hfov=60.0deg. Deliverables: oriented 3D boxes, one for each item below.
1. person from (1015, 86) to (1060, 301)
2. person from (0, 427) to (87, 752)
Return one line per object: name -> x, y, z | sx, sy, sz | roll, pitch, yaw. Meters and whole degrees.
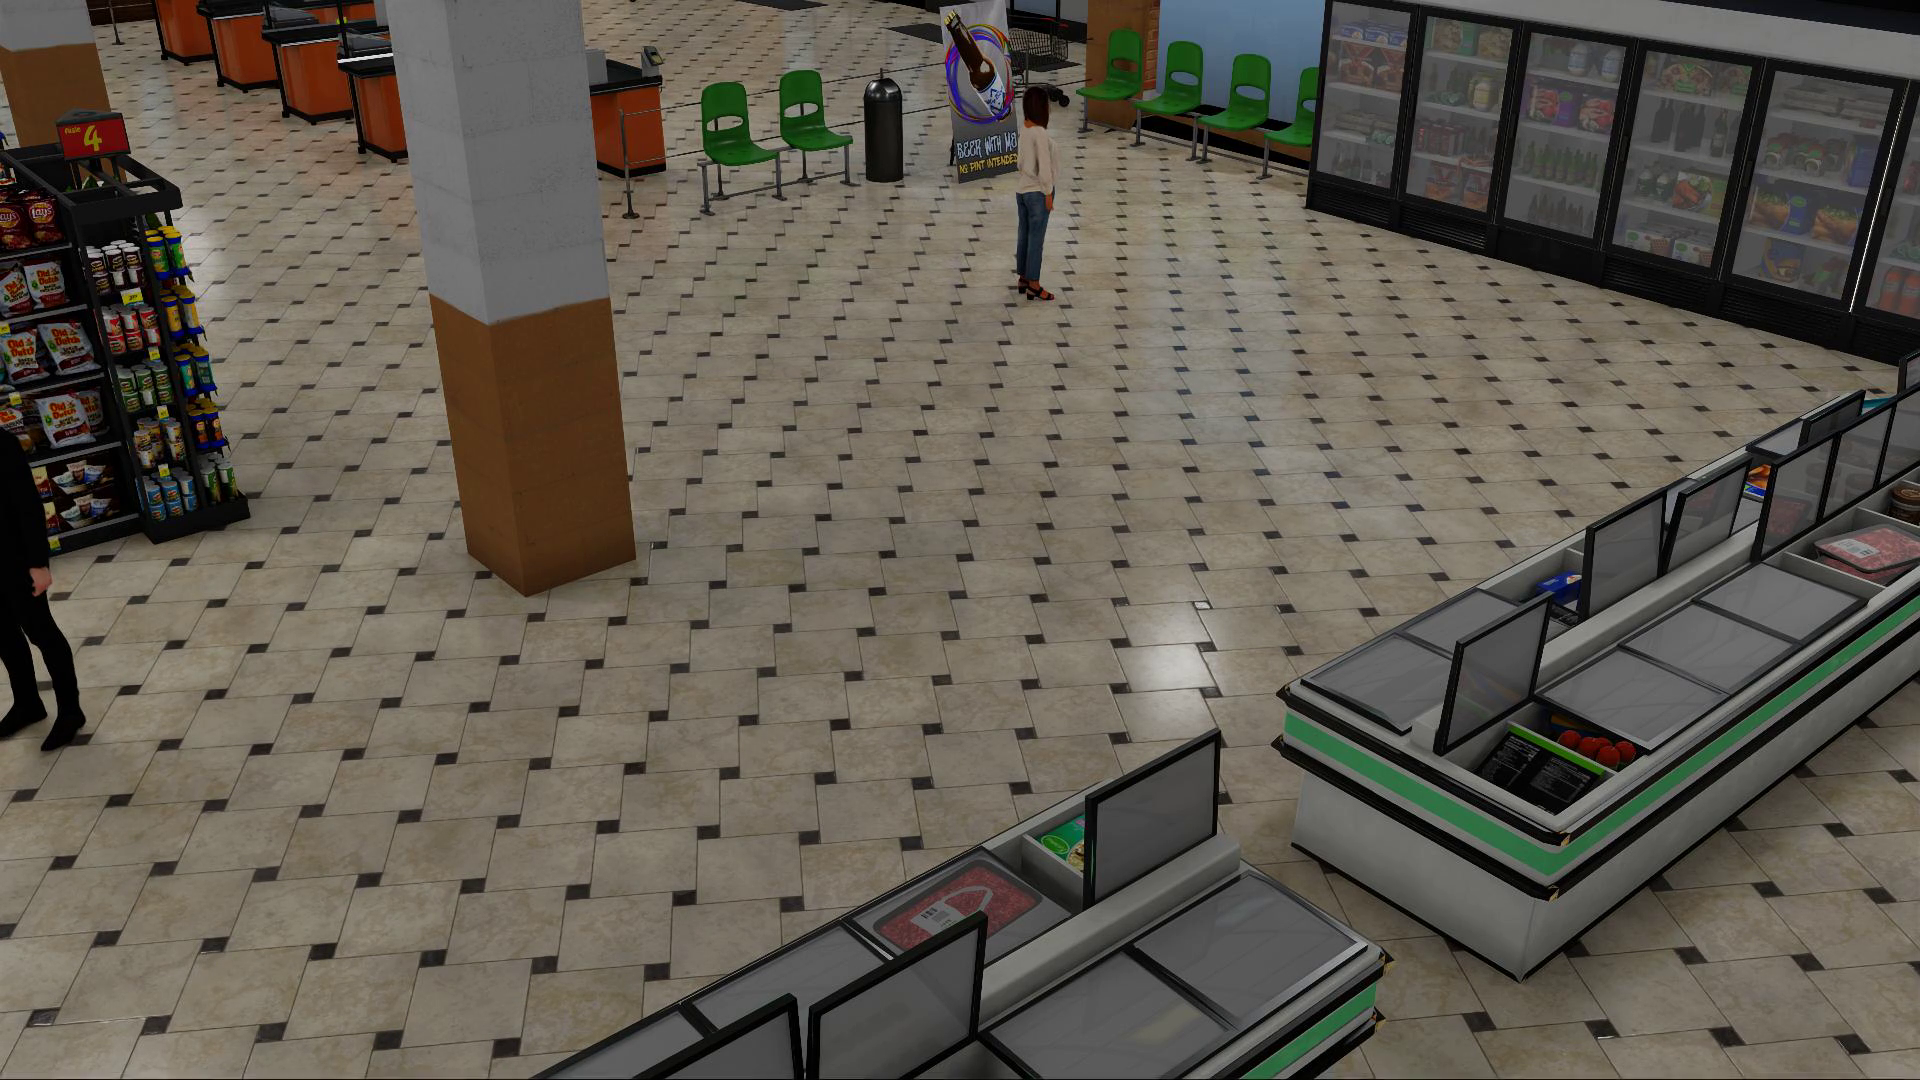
person -> 0.588, -2.758, 13.232 | 0.658, 1.682, 0.681 | -9, 28, -17
person -> -4.315, 0.056, 7.453 | 0.787, 1.890, 0.806 | 6, 28, 12
